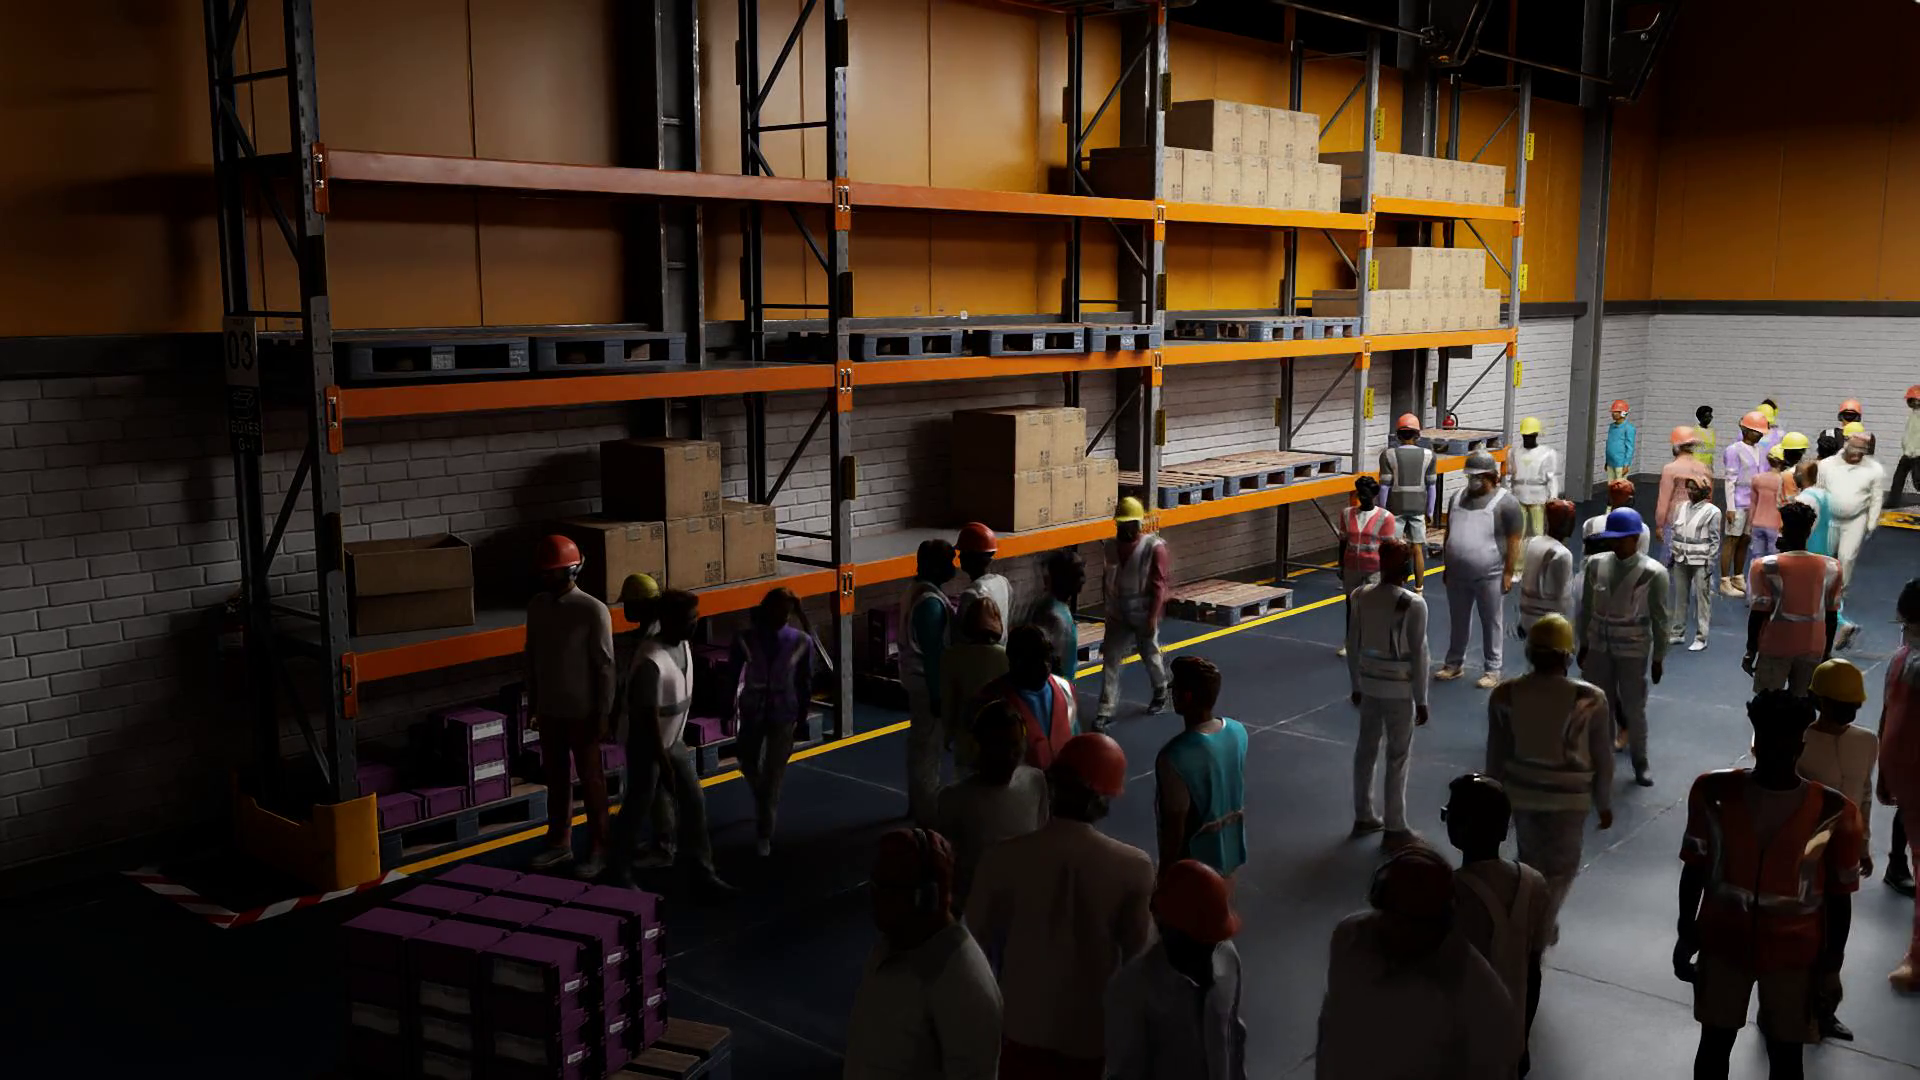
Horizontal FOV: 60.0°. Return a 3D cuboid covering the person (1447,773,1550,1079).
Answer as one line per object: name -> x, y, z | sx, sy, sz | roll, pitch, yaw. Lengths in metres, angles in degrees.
person -> 1.684, 1.669, 5.475 | 0.502, 1.840, 0.346 | -4, 10, -26

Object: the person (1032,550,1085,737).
person -> 0.586, 0.965, 10.038 | 0.422, 1.825, 0.549 | 0, 9, 1

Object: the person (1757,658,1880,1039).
person -> 3.877, 1.393, 7.478 | 0.526, 1.768, 0.331 | -2, 9, -11

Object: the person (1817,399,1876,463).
person -> 10.609, -0.674, 19.982 | 0.618, 2.028, 0.410 | 4, 10, 22

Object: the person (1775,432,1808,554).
person -> 8.365, -0.123, 16.744 | 0.594, 1.922, 0.375 | -9, 12, -44

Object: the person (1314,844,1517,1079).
person -> 1.262, 1.759, 4.781 | 0.435, 1.877, 0.679 | -7, 11, -39

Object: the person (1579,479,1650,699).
person -> 5.186, 0.451, 13.214 | 0.344, 1.875, 0.583 | -6, 10, -32

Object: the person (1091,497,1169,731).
person -> 1.352, 0.543, 12.912 | 0.589, 1.792, 0.951 | 6, 10, 32

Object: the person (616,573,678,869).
person -> -1.843, 1.052, 9.797 | 0.324, 1.731, 0.490 | -1, 9, -9

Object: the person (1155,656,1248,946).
person -> 1.019, 1.407, 7.126 | 0.390, 1.846, 0.565 | 7, 11, 39

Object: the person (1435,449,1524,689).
person -> 4.357, 0.232, 14.081 | 0.536, 2.000, 0.688 | -8, 12, -42

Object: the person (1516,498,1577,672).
person -> 4.277, 0.626, 12.090 | 0.419, 1.866, 0.602 | -1, 9, -3

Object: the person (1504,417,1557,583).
person -> 6.543, -0.472, 19.060 | 0.616, 1.898, 0.730 | 7, 11, 36

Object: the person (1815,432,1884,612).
person -> 9.207, -0.197, 17.348 | 0.699, 1.883, 0.478 | 6, 11, 33

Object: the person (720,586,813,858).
person -> -1.160, 1.055, 10.131 | 0.553, 1.607, 0.684 | 0, 9, -1

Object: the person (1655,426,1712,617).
person -> 7.385, -0.179, 16.983 | 0.632, 1.961, 0.780 | -5, 10, -28

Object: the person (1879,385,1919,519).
person -> 13.623, -1.231, 23.767 | 0.892, 1.961, 0.616 | 2, 9, 15

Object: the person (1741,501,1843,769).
person -> 5.584, 0.715, 11.201 | 0.606, 1.967, 0.367 | 0, 9, 3

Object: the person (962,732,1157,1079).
person -> 0.280, 1.605, 5.610 | 0.733, 1.924, 0.995 | 0, 9, -3

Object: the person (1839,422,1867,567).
person -> 10.582, -0.524, 19.835 | 0.323, 1.769, 0.523 | 7, 11, 37

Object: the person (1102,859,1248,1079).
person -> 0.672, 1.786, 5.051 | 0.599, 1.735, 0.398 | -7, 11, -37

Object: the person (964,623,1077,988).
person -> 0.320, 1.297, 7.850 | 0.624, 1.845, 0.430 | -6, 11, -35

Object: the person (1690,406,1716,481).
person -> 10.443, -1.050, 23.451 | 0.540, 1.695, 0.317 | -5, 10, -29

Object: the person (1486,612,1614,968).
person -> 2.891, 1.258, 8.224 | 0.589, 1.808, 0.841 | 7, 11, 39

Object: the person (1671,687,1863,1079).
person -> 2.955, 1.499, 6.148 | 0.605, 1.966, 0.367 | 6, 11, 33

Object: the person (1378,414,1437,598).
person -> 4.717, -0.318, 17.631 | 0.611, 2.040, 0.393 | 0, 9, 2

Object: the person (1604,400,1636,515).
person -> 9.378, -1.124, 23.746 | 0.326, 1.752, 0.559 | -2, 9, -12

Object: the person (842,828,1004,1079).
person -> -0.134, 1.744, 4.757 | 0.405, 1.911, 0.636 | -3, 9, -21

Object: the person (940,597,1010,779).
person -> 0.134, 1.134, 9.571 | 0.498, 1.633, 0.279 | 2, 9, 15

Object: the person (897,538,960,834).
person -> -0.172, 0.900, 10.420 | 0.429, 1.839, 0.634 | -1, 9, -9

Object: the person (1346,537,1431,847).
person -> 2.617, 0.918, 10.157 | 0.337, 1.883, 0.583 | -6, 11, -35

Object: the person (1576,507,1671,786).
person -> 4.505, 0.725, 11.262 | 0.540, 1.934, 0.637 | -6, 11, -35

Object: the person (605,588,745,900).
person -> -1.568, 1.137, 9.032 | 0.874, 1.786, 0.578 | 2, 9, 13

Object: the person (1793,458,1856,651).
person -> 7.842, 0.163, 15.245 | 0.547, 1.821, 0.659 | -6, 11, -36

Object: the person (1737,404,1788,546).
person -> 10.211, -0.797, 21.194 | 0.631, 1.889, 0.575 | 3, 9, 18

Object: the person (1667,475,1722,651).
person -> 6.840, 0.209, 15.519 | 0.307, 1.641, 0.513 | -5, 10, -28

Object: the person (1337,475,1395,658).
person -> 3.665, 0.253, 15.073 | 0.535, 1.691, 0.317 | 7, 11, 36

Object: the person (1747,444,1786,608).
person -> 8.446, -0.123, 17.290 | 0.357, 1.755, 0.551 | -4, 10, -23

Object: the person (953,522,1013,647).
person -> 0.115, 0.851, 10.416 | 0.368, 1.939, 0.542 | 4, 10, 25

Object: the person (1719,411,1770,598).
person -> 8.556, -0.387, 18.099 | 0.605, 2.034, 0.387 | -6, 11, -33

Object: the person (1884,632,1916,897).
person -> 5.469, 1.048, 9.221 | 0.547, 1.925, 0.426 | 0, 9, 1

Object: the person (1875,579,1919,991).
person -> 4.722, 1.157, 8.118 | 0.749, 2.000, 0.707 | -2, 9, -14

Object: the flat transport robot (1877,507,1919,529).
flat transport robot -> 13.537, -0.324, 23.352 | 1.431, 0.197, 0.652 | -6, 10, -32

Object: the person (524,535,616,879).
person -> -2.271, 0.953, 9.580 | 0.623, 1.992, 0.396 | 5, 10, 28

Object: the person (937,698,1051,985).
person -> 0.102, 1.491, 6.600 | 0.518, 1.855, 0.627 | -4, 10, -26
